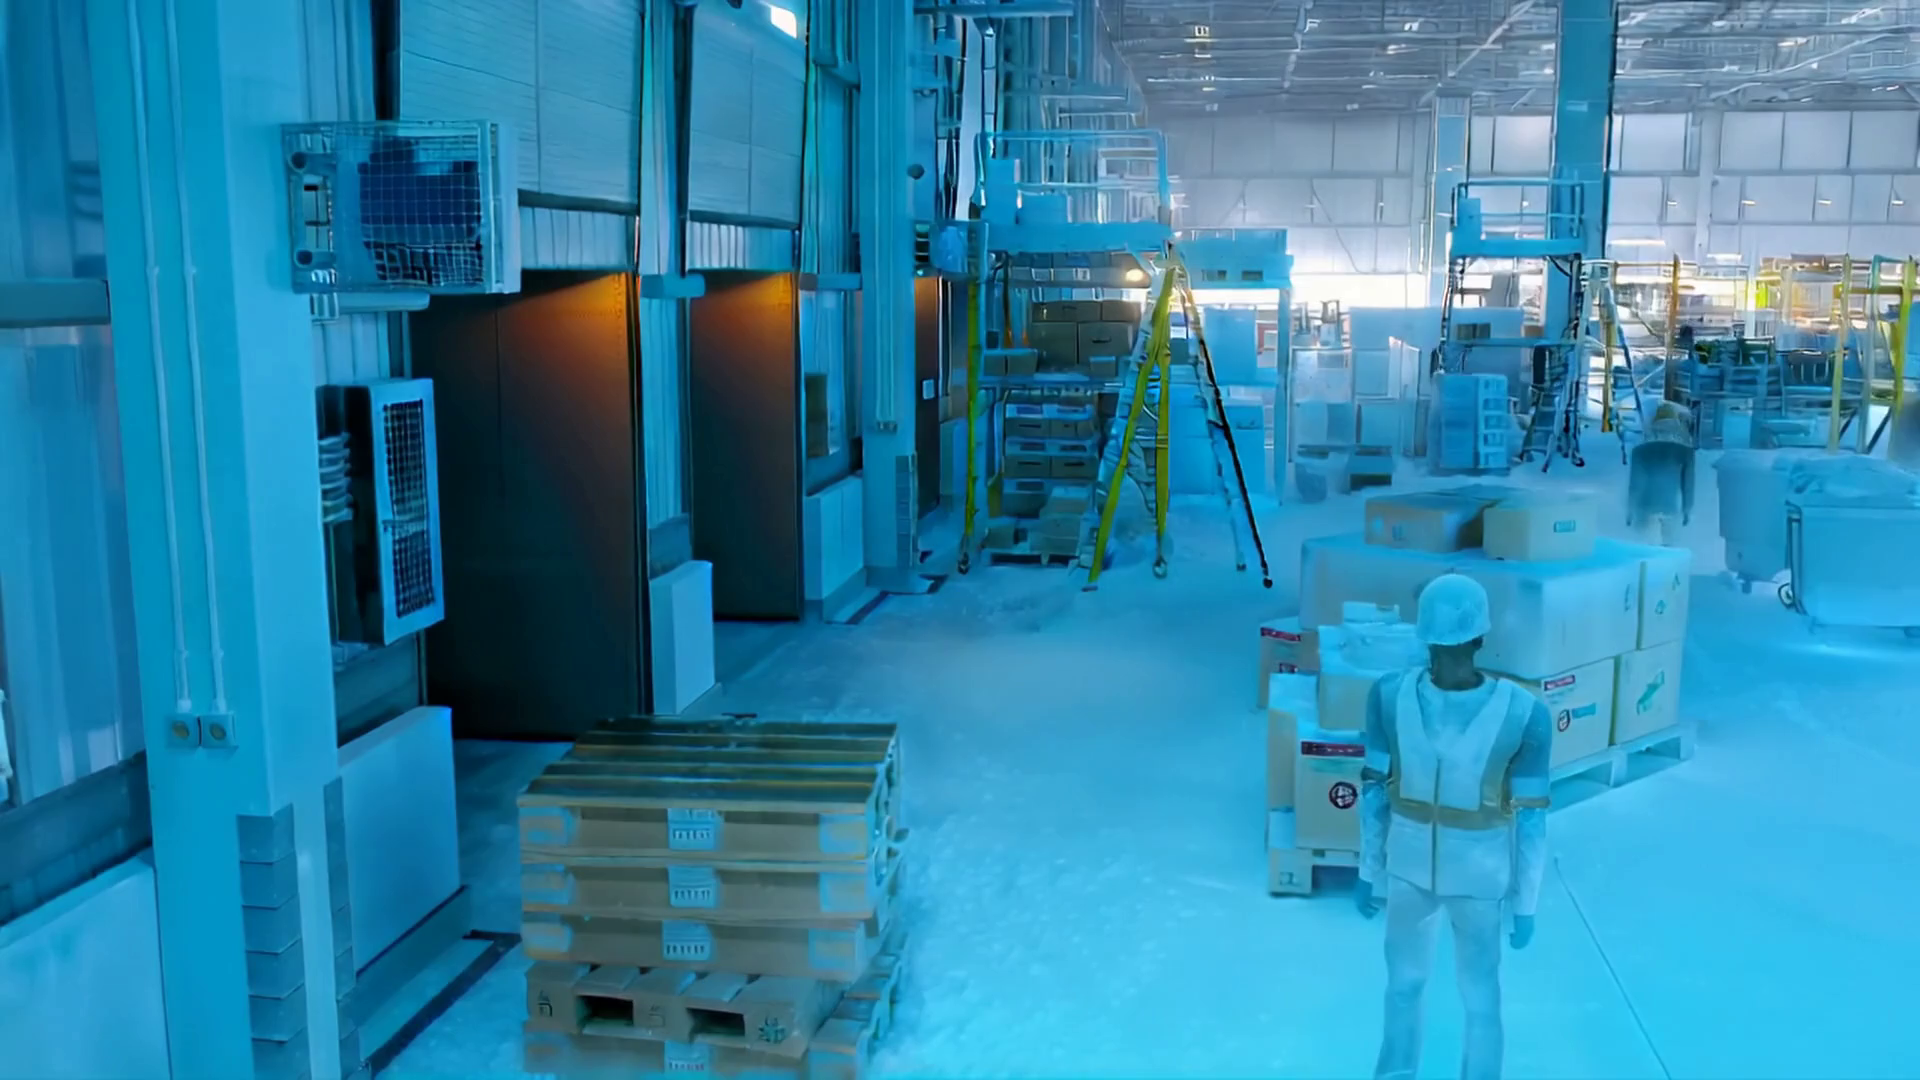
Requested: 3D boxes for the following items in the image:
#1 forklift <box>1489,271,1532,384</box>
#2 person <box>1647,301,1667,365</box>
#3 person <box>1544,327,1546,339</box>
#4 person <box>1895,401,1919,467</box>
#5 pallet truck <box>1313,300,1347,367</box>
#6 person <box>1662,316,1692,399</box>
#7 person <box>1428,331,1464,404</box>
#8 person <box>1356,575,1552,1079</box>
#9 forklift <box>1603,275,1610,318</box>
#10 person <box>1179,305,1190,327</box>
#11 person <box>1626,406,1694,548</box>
[{"bbox_3d":[13.422,-5.322,41.591,1.873,2.768,1.129,1,9,9],"label":"forklift"},{"bbox_3d":[20.994,-6.235,50.120,0.352,1.937,0.635,-5,11,-29],"label":"person"},{"bbox_3d":[16.120,-5.261,45.150,0.577,1.601,0.706,2,9,11],"label":"person"},{"bbox_3d":[9.333,-0.705,16.026,1.016,1.947,0.619,-2,9,-10],"label":"person"},{"bbox_3d":[11.159,-6.200,49.718,0.823,1.965,1.885,4,10,26],"label":"pallet truck"},{"bbox_3d":[15.456,-3.857,35.638,1.040,1.888,0.631,7,12,38],"label":"person"},{"bbox_3d":[8.112,-2.546,27.642,0.570,1.856,0.853,-1,9,-3],"label":"person"},{"bbox_3d":[1.536,1.050,5.254,0.590,1.919,0.395,6,11,34],"label":"person"},{"bbox_3d":[16.940,-5.783,44.435,1.129,2.768,1.873,-1,9,-8],"label":"forklift"},{"bbox_3d":[5.988,-5.307,44.440,0.387,1.929,0.549,2,10,15],"label":"person"},{"bbox_3d":[5.840,-0.262,13.934,0.551,1.713,0.911,1,9,8],"label":"person"}]
